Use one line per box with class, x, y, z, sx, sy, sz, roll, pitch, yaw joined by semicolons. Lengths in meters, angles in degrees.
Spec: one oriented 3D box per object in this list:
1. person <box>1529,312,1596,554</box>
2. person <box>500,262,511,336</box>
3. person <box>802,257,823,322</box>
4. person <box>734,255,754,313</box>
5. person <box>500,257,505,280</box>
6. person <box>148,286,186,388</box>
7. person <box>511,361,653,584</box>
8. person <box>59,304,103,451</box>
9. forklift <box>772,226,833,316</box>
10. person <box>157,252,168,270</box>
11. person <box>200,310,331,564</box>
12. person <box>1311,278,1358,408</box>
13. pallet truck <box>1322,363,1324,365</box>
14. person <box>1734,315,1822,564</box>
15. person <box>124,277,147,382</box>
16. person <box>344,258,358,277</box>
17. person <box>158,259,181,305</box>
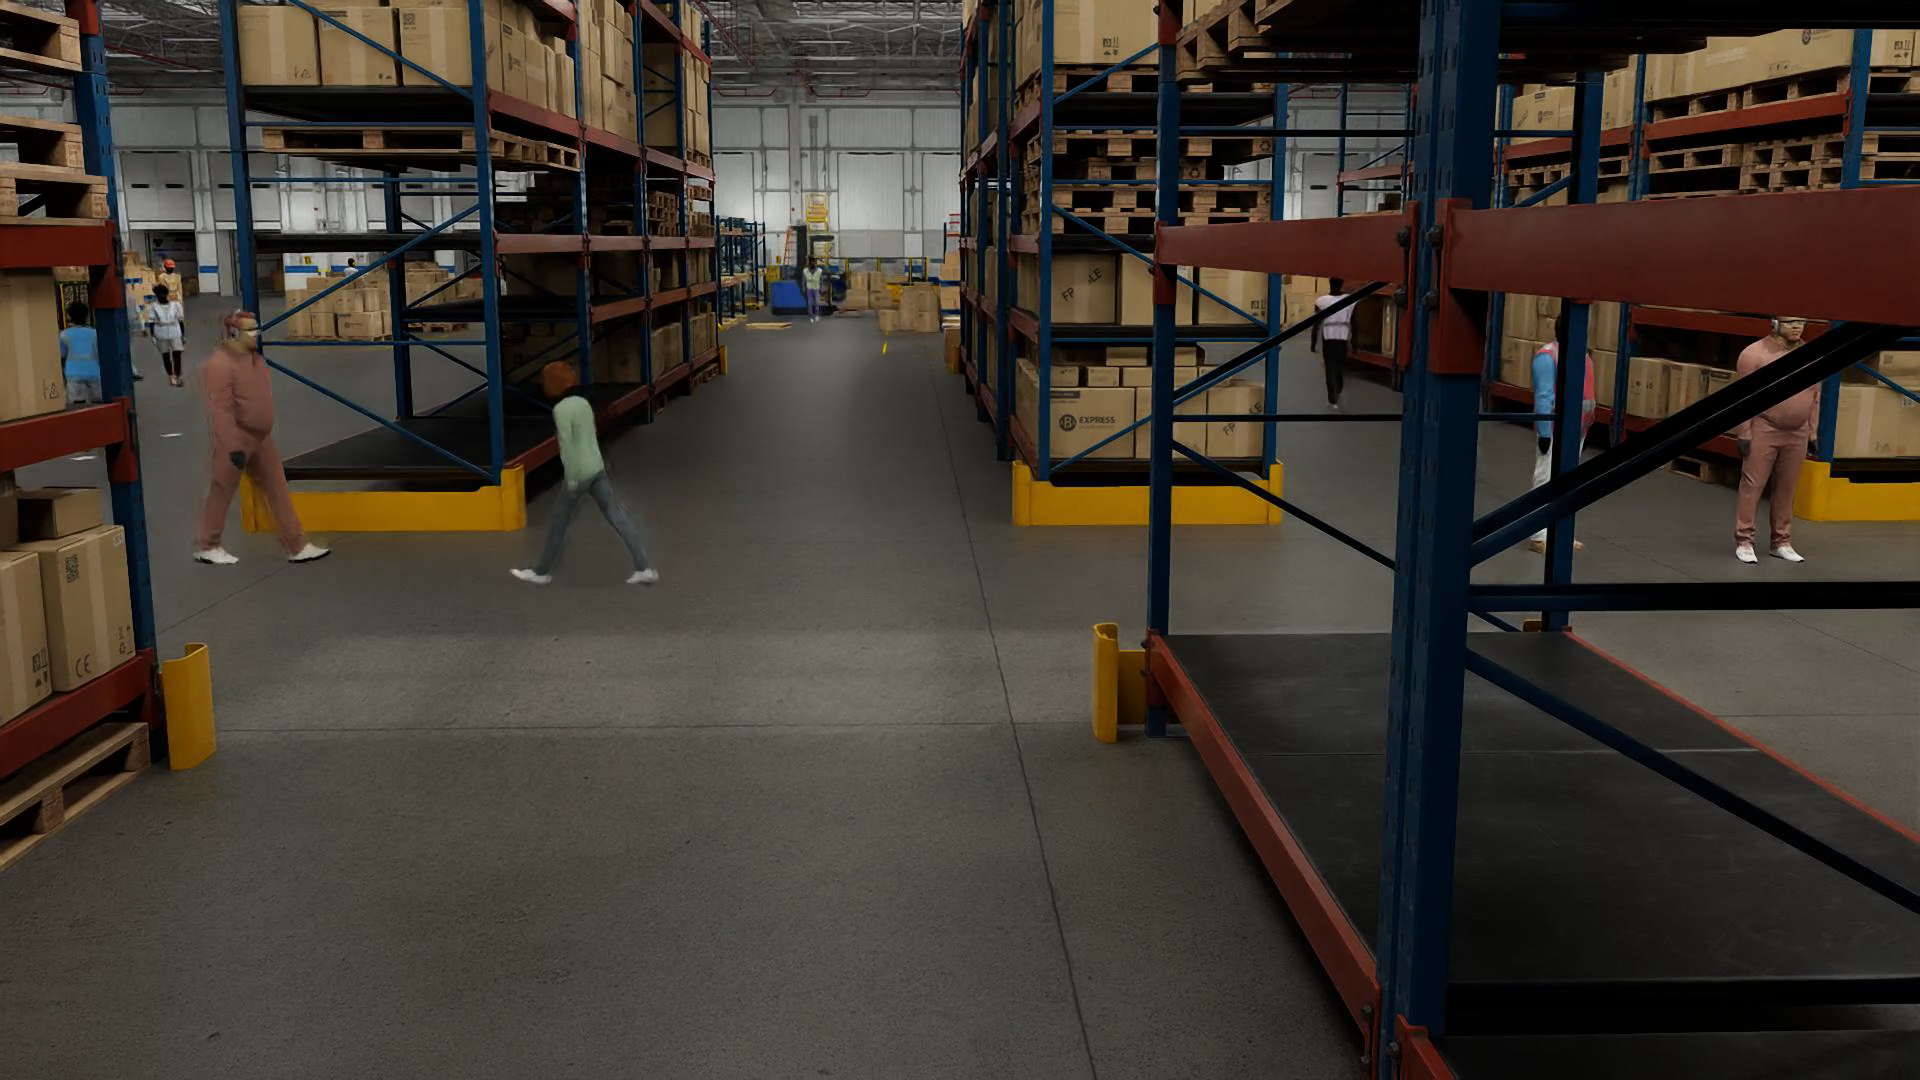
person;4.551;-0.813;12.544;0.619;1.845;0.430;-8;13;-39
person;-8.701;-4.389;32.115;0.609;1.964;0.367;1;10;5
person;-4.290;-7.267;48.345;0.630;1.895;0.583;0;10;-2
person;-7.086;-8.406;54.651;0.659;1.917;0.641;9;13;40
person;-16.672;-9.322;60.050;0.929;1.796;0.647;6;12;31
person;-12.796;-3.282;26.857;0.537;1.633;0.903;-5;11;-26
person;-2.562;-0.442;11.311;1.005;1.544;0.512;3;11;15
person;-9.925;-1.848;18.844;0.546;1.648;0.890;-5;11;-27
forklift;-4.963;-8.427;52.067;1.873;2.768;1.129;-1;10;-6
person;-31.953;-10.620;66.929;0.590;1.925;0.653;5;11;24
person;-5.131;-0.724;12.011;0.989;1.851;0.668;2;10;12
person;5.318;-2.852;23.752;0.628;1.888;0.818;0;10;0
pallet truck;7.712;-4.157;30.737;1.885;1.965;0.823;3;11;16
person;5.993;-0.779;12.172;0.641;1.909;0.409;-1;10;-6
person;-14.083;-3.565;28.026;0.923;1.793;0.584;5;11;28
person;-18.177;-7.497;49.745;0.500;1.861;0.328;3;11;15
person;-18.881;-5.751;39.822;0.385;1.929;0.541;4;11;19
